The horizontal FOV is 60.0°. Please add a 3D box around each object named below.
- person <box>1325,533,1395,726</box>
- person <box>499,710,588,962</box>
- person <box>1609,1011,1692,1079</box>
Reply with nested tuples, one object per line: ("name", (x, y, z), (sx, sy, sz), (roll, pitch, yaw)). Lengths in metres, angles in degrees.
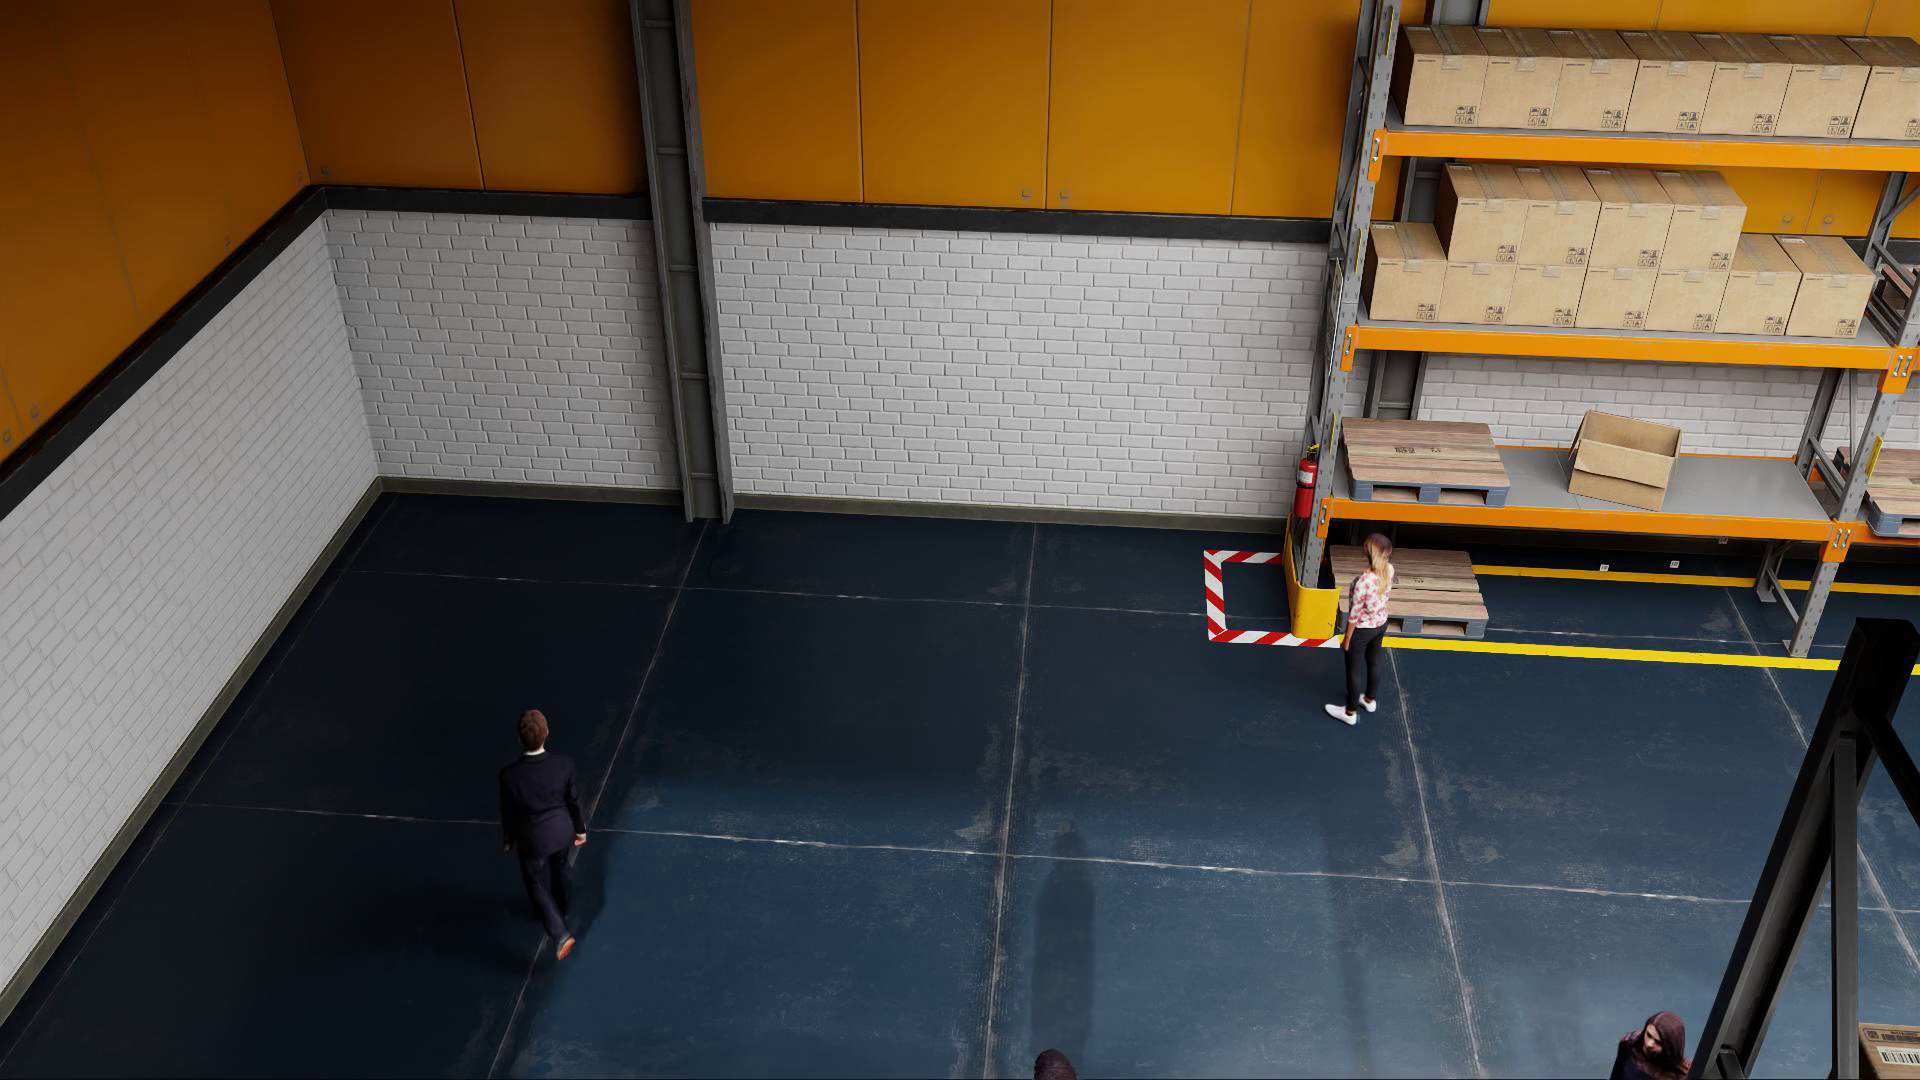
("person", (3.072, 0.659, 12.531), (0.631, 1.630, 0.688), (-26, 41, -33))
("person", (-2.628, 1.884, 10.543), (1.092, 1.790, 1.069), (-15, 37, -22))
("person", (3.658, 3.091, 8.906), (1.025, 1.592, 0.973), (-25, 41, -33))
